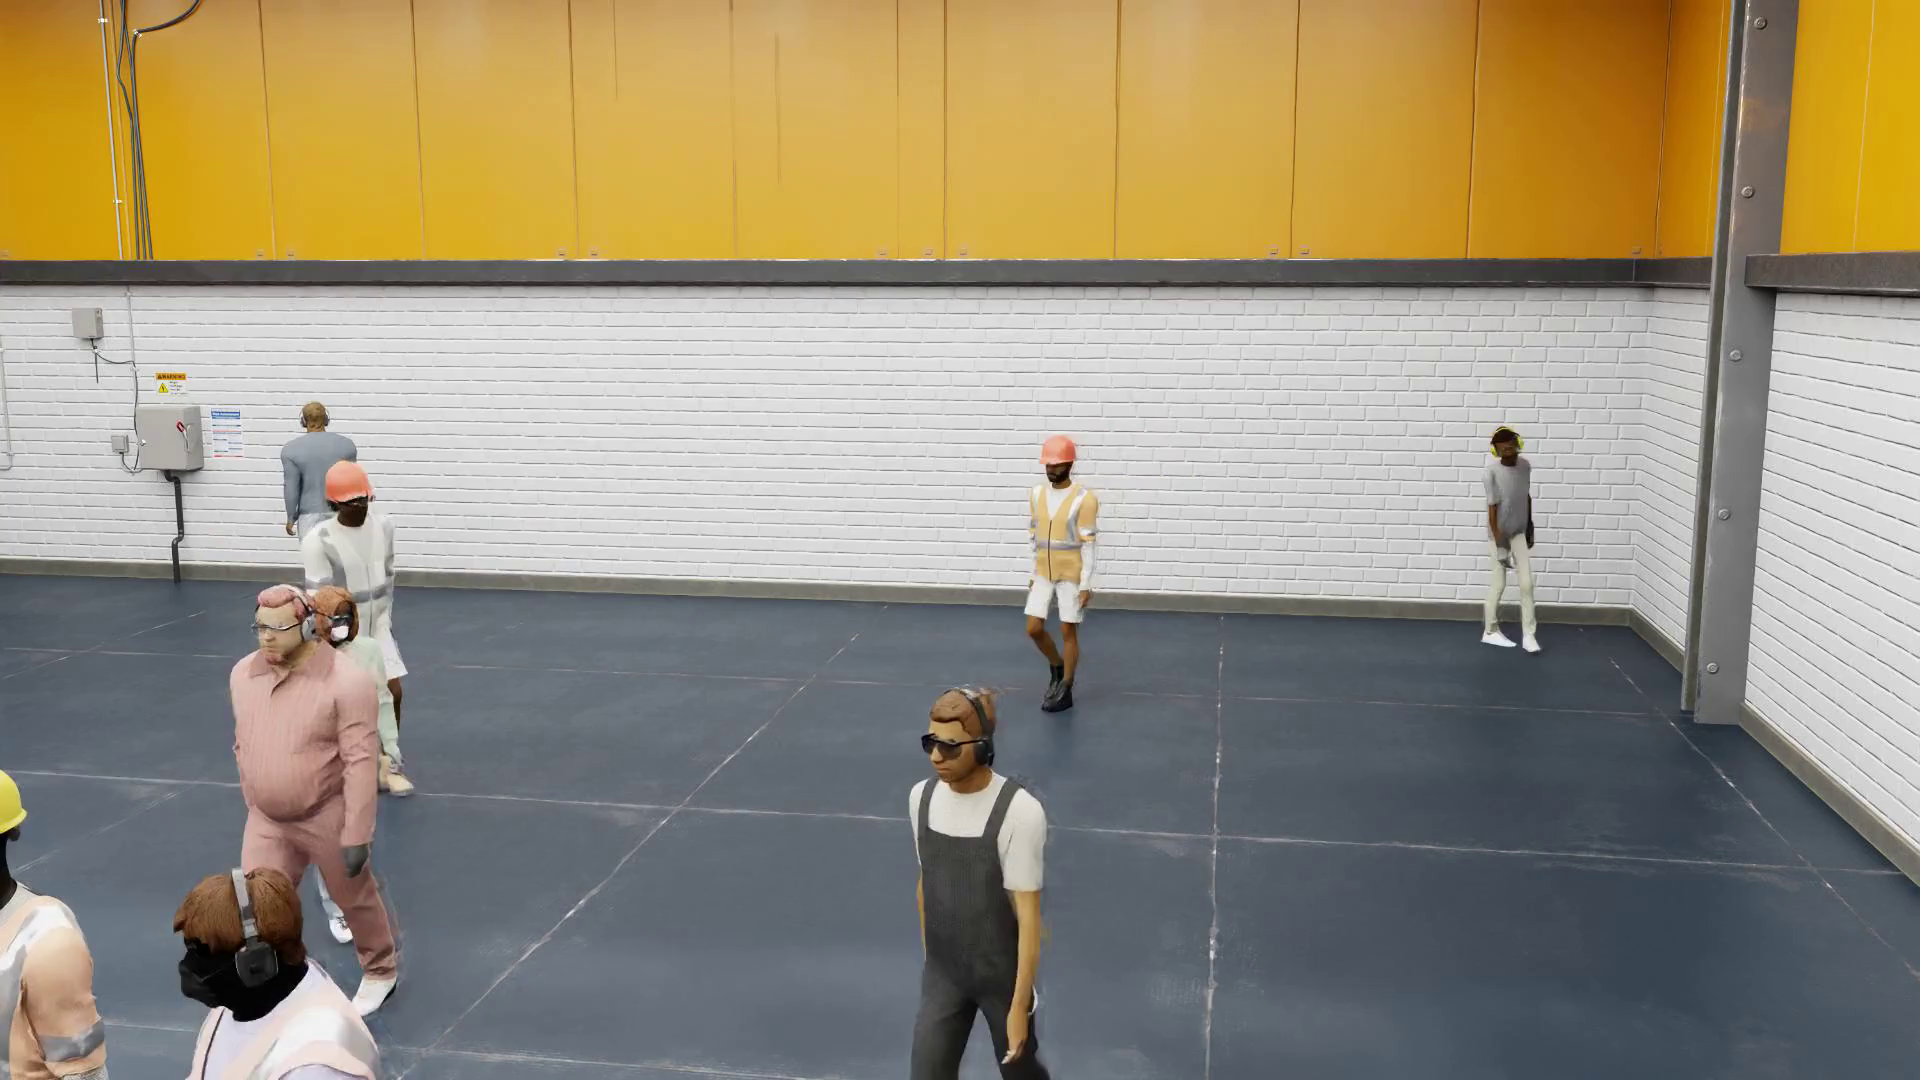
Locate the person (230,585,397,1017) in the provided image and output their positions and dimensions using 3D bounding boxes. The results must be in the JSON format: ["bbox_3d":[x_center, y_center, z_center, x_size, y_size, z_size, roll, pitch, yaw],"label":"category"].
[{"bbox_3d":[-2.556,1.077,6.465,0.658,1.843,1.016,2,9,12],"label":"person"}]

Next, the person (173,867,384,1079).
[{"bbox_3d":[-1.407,1.559,3.544,0.477,1.826,0.636,-7,12,-37],"label":"person"}]

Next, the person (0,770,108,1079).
[{"bbox_3d":[-2.252,1.446,3.929,0.594,1.924,0.382,6,11,34],"label":"person"}]

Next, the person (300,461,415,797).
[{"bbox_3d":[-3.443,0.520,9.453,0.681,1.984,0.645,7,11,35],"label":"person"}]

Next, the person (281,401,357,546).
[{"bbox_3d":[-5.425,-0.213,14.147,0.627,1.934,0.371,-7,11,-35],"label":"person"}]

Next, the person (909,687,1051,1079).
[{"bbox_3d":[0.062,1.323,5.101,0.533,1.806,0.957,6,11,32],"label":"person"}]

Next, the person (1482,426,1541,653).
[{"bbox_3d":[4.390,0.001,13.186,0.610,1.816,0.700,-3,10,-17],"label":"person"}]

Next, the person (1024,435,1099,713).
[{"bbox_3d":[0.673,0.236,11.390,0.571,1.923,0.398,7,11,36],"label":"person"}]

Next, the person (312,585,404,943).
[{"bbox_3d":[-2.814,1.009,7.622,0.724,1.603,0.493,9,13,44],"label":"person"}]
